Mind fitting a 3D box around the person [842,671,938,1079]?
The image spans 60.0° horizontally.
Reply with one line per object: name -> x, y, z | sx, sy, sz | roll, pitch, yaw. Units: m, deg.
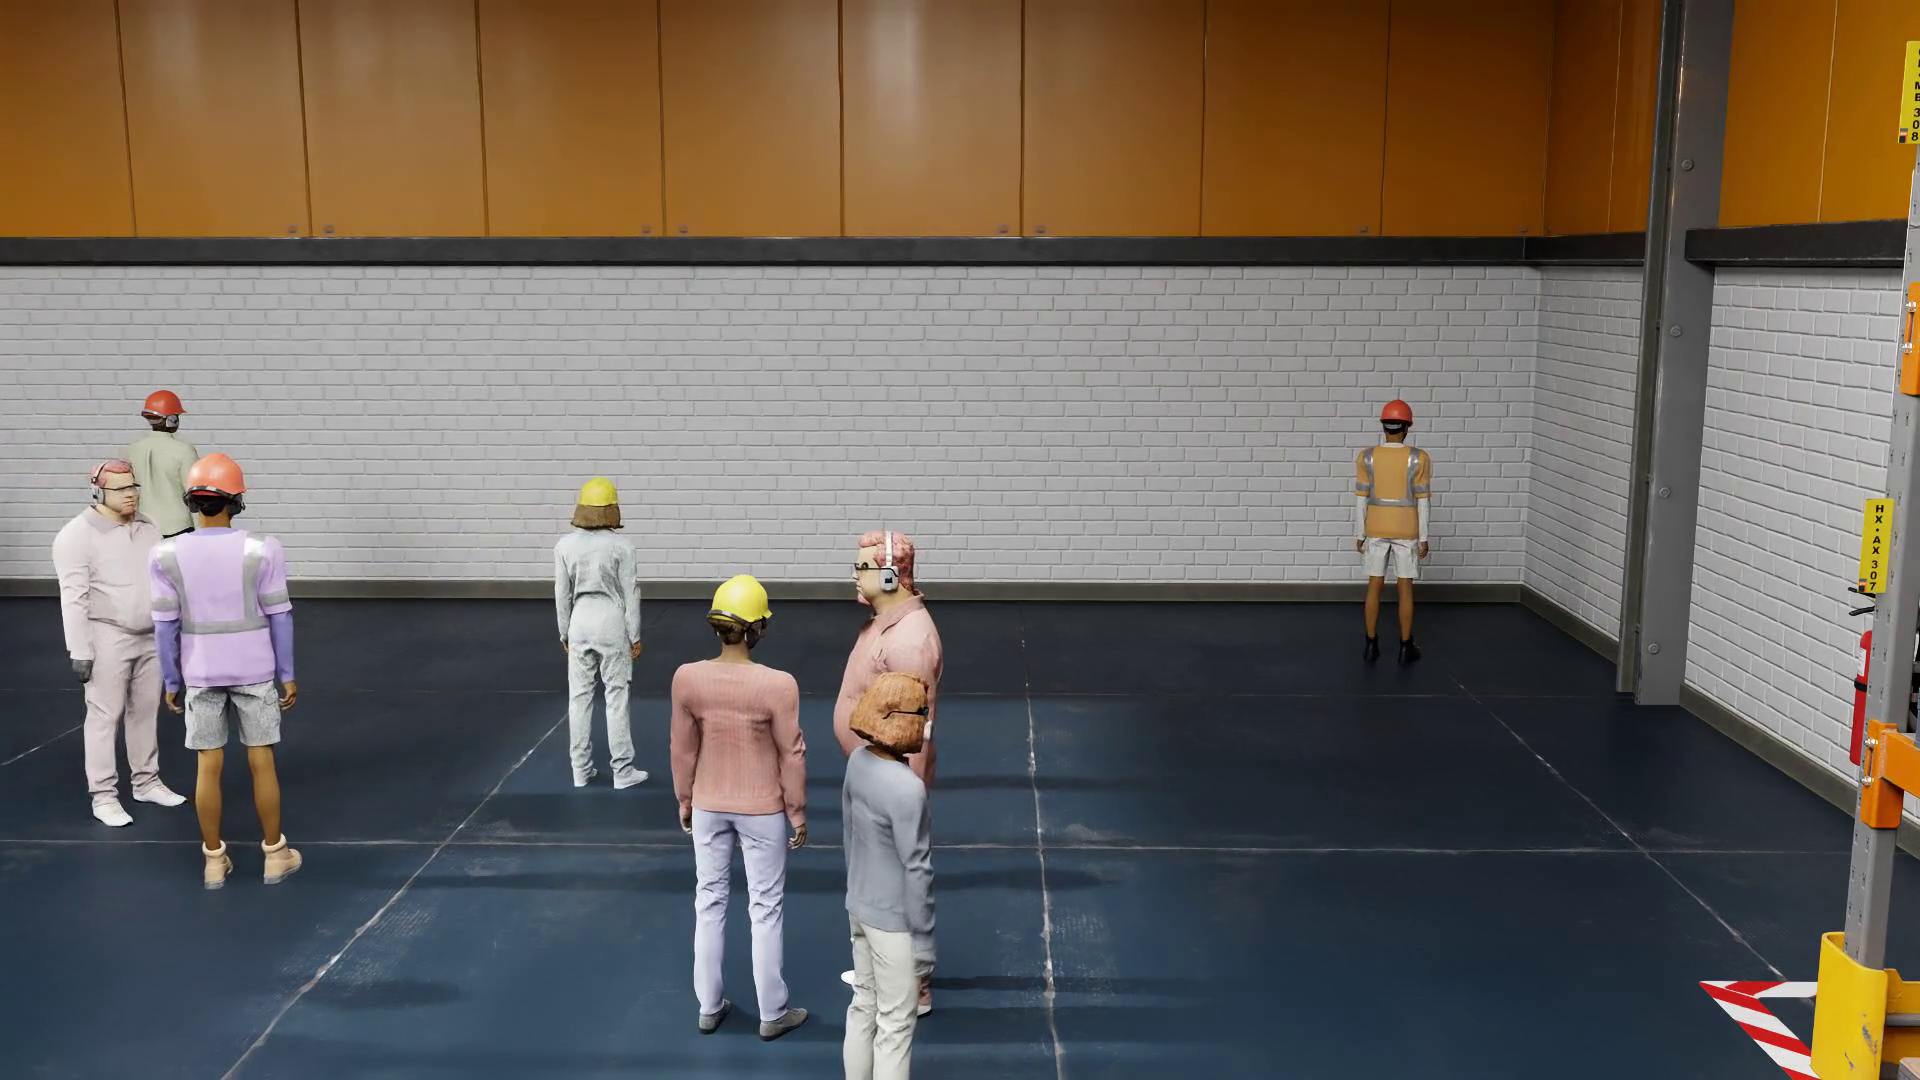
person -> -0.219, 1.223, 5.367 | 0.286, 1.632, 0.500 | -5, 11, -26

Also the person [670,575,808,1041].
person -> -0.821, 1.005, 6.273 | 0.534, 1.767, 0.314 | 3, 10, 16

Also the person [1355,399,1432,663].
person -> 3.167, -0.061, 12.177 | 0.543, 1.928, 0.374 | 4, 10, 25

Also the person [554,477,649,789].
person -> -1.999, 0.515, 9.279 | 0.492, 1.742, 0.319 | 2, 10, 13

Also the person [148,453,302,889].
person -> -3.420, 0.614, 7.784 | 0.605, 2.045, 0.381 | -2, 10, -11

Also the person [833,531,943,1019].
person -> -0.284, 0.906, 6.448 | 0.409, 1.907, 0.651 | -2, 10, -10

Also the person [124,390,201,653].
person -> -5.792, -0.099, 12.203 | 0.612, 1.996, 0.389 | 3, 10, 15

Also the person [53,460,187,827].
person -> -4.375, 0.525, 8.732 | 0.403, 1.906, 0.652 | 3, 10, 19
